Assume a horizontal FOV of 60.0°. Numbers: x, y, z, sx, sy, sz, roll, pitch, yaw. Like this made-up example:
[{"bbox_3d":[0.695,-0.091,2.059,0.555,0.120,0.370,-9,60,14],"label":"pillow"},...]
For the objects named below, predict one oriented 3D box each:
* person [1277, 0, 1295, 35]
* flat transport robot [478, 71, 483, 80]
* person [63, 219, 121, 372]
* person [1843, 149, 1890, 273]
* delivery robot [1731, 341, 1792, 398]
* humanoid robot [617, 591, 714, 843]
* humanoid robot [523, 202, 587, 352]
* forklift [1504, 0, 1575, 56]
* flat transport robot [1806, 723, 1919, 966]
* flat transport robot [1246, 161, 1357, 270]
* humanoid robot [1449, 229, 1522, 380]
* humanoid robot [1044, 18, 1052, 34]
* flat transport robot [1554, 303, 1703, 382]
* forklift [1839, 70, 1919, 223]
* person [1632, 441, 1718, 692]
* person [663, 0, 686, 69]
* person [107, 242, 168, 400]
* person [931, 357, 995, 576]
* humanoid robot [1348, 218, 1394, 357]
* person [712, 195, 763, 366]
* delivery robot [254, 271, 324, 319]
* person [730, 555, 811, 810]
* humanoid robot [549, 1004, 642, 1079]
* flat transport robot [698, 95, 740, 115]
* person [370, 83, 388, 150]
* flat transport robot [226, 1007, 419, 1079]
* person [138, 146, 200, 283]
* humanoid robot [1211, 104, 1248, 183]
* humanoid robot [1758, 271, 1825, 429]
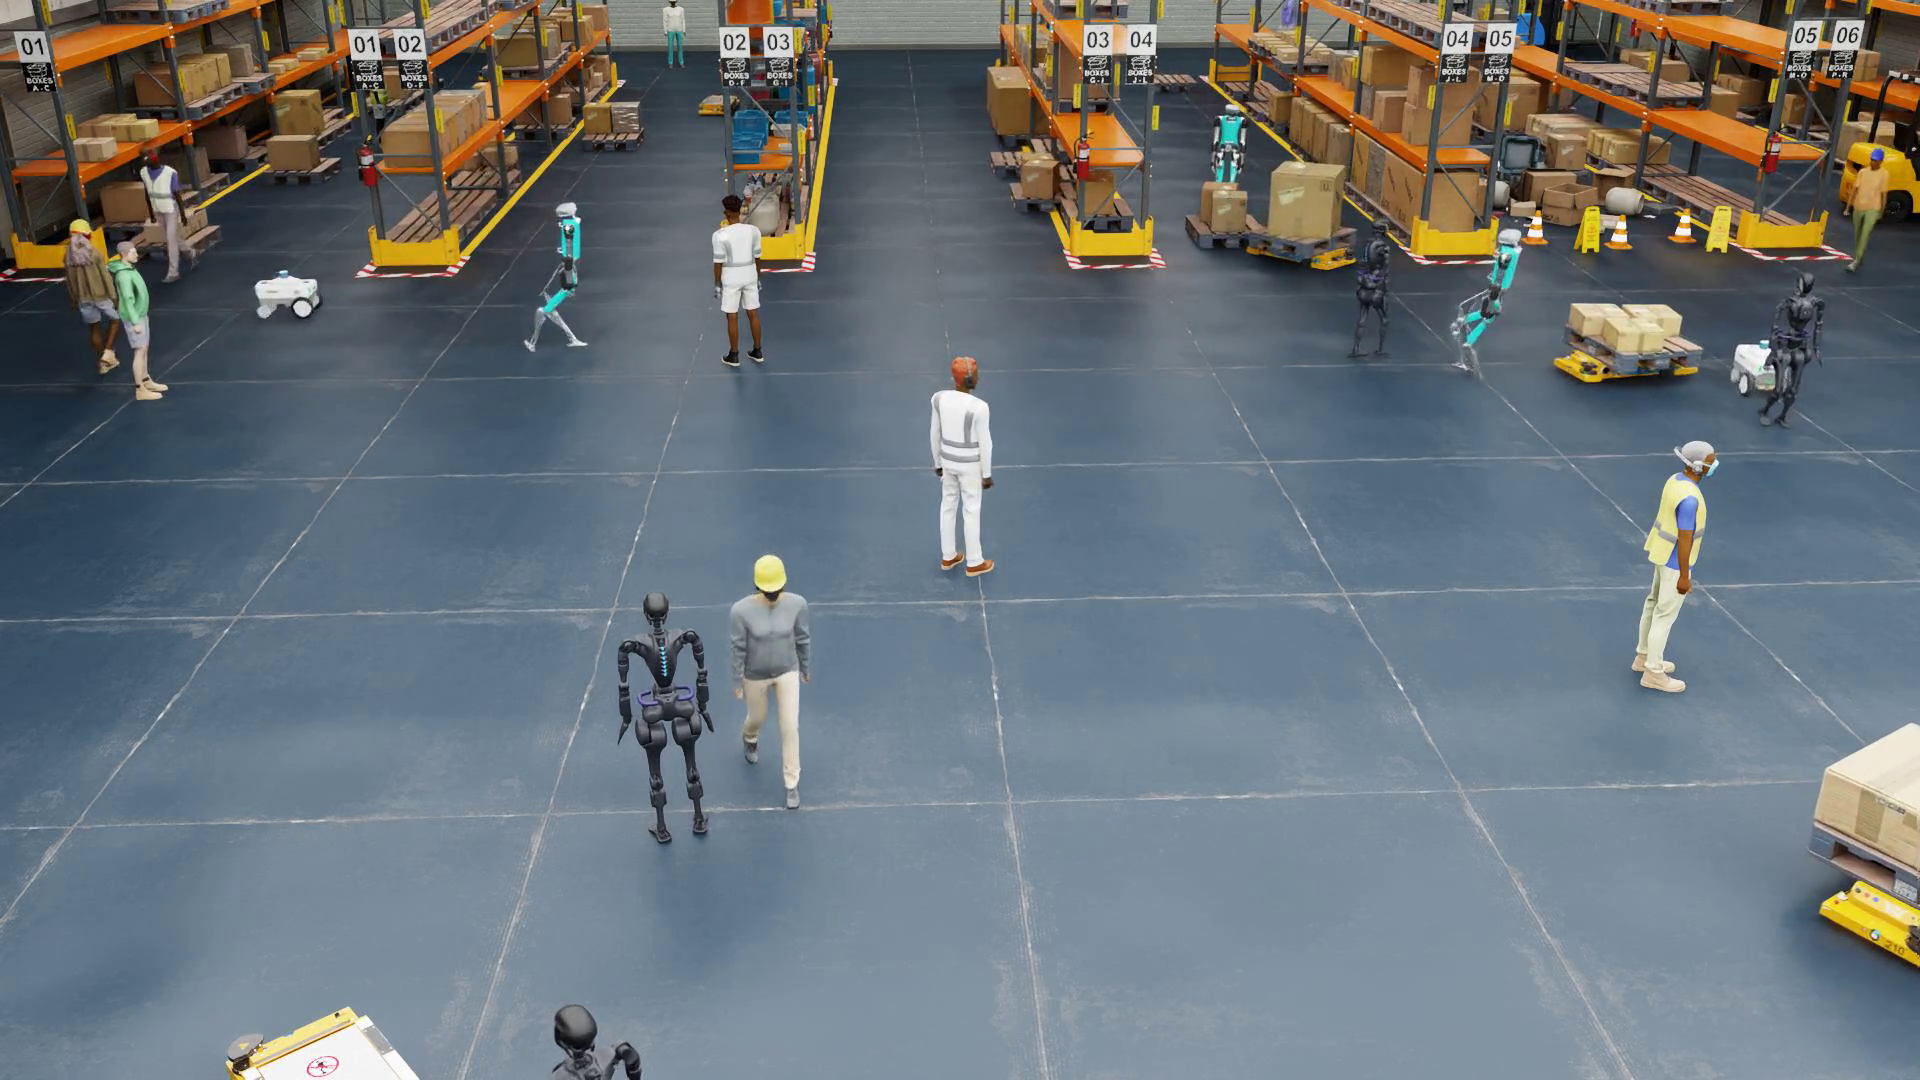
[{"bbox_3d":[8.001,-12.786,41.367,0.912,1.756,0.630,-4,24,-9],"label":"person"},{"bbox_3d":[-10.523,-10.937,39.048,1.431,0.231,0.659,-1,24,-3],"label":"flat transport robot"},{"bbox_3d":[-9.811,-2.757,18.834,0.565,1.749,0.449,0,24,0],"label":"person"},{"bbox_3d":[12.457,-4.538,22.930,0.881,1.677,0.441,-17,29,-34],"label":"person"},{"bbox_3d":[8.854,-1.895,18.380,0.499,0.596,0.775,1,24,2],"label":"delivery robot"},{"bbox_3d":[-1.826,1.084,10.288,0.599,1.657,0.315,-8,25,-17],"label":"humanoid robot"},{"bbox_3d":[-4.854,-3.053,19.585,0.896,1.819,0.557,-3,24,-6],"label":"humanoid robot"},{"bbox_3d":[14.700,-13.805,42.301,1.873,2.768,1.129,-1,24,-2],"label":"forklift"},{"bbox_3d":[5.800,2.064,9.835,1.431,0.231,0.659,-15,28,-31],"label":"flat transport robot"},{"bbox_3d":[4.859,-4.108,23.703,0.659,0.231,1.431,-21,32,-39],"label":"flat transport robot"},{"bbox_3d":[5.758,-2.625,18.616,0.898,1.801,0.576,18,30,35],"label":"humanoid robot"},{"bbox_3d":[2.344,-12.953,41.684,0.772,1.710,0.535,4,24,8],"label":"humanoid robot"},{"bbox_3d":[7.631,-2.032,19.037,1.431,0.231,0.659,-5,25,-12],"label":"flat transport robot"},{"bbox_3d":[15.132,-6.143,25.915,2.313,2.155,1.214,-1,24,-2],"label":"forklift"},{"bbox_3d":[5.183,0.175,12.086,0.401,1.893,0.525,4,24,9],"label":"person"},{"bbox_3d":[-6.926,-12.369,40.423,0.531,1.766,0.323,-9,25,-19],"label":"person"},{"bbox_3d":[-8.930,-2.379,18.024,0.315,1.733,0.475,-7,25,-15],"label":"person"},{"bbox_3d":[0.023,-0.612,13.863,0.573,1.884,0.361,17,29,33],"label":"person"},{"bbox_3d":[4.830,-2.936,19.345,0.512,1.650,0.589,-8,25,-17],"label":"humanoid robot"},{"bbox_3d":[-2.548,-2.981,19.104,0.601,1.957,0.382,-15,28,-30],"label":"person"},{"bbox_3d":[-8.529,-3.117,21.125,0.791,0.595,0.499,-2,24,-4],"label":"delivery robot"},{"bbox_3d":[-1.231,0.827,10.808,0.531,1.733,0.748,-6,25,-13],"label":"person"},{"bbox_3d":[-1.467,2.617,6.871,0.589,1.637,0.589,22,32,40],"label":"humanoid robot"},{"bbox_3d":[-5.075,-9.160,35.056,0.659,0.231,1.431,1,24,1],"label":"flat transport robot"},{"bbox_3d":[-10.834,-8.165,31.063,0.319,1.696,0.531,-4,24,-8],"label":"person"},{"bbox_3d":[-3.037,2.794,8.195,0.659,0.231,1.431,-20,31,-37],"label":"flat transport robot"},{"bbox_3d":[-10.751,-4.473,22.634,0.604,1.808,0.823,7,25,16],"label":"person"},{"bbox_3d":[4.131,-5.730,25.599,0.549,1.805,0.908,3,24,6],"label":"humanoid robot"},{"bbox_3d":[8.604,-1.964,17.156,0.598,1.652,0.333,-3,24,-6],"label":"humanoid robot"}]
